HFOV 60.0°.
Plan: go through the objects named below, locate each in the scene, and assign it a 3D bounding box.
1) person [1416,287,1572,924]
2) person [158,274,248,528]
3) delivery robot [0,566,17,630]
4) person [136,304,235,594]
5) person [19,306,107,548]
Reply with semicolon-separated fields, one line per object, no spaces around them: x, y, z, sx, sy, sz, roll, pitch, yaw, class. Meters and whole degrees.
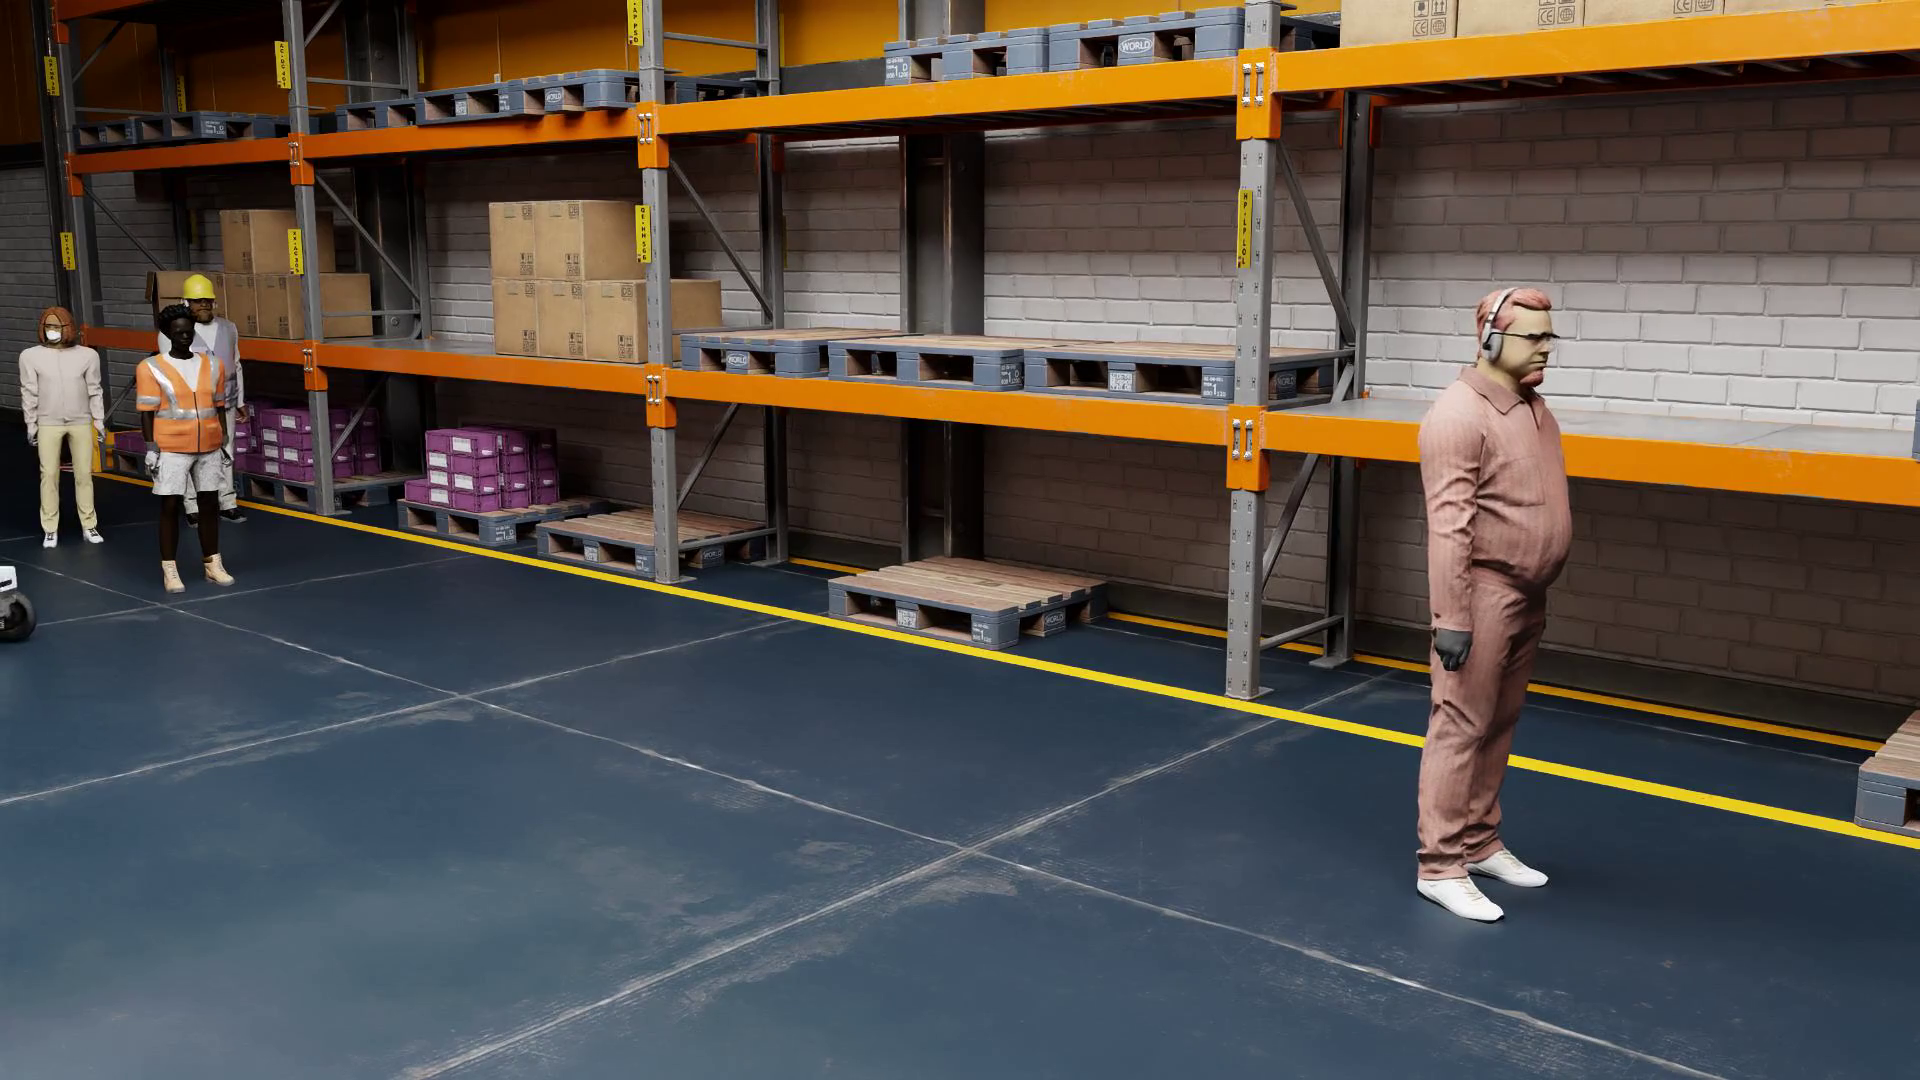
1.649;0.188;5.096;0.407;1.904;0.654;8;13;40;person
-5.488;-1.010;12.122;0.404;1.830;0.603;8;13;40;person
-5.137;0.245;8.340;0.707;0.478;0.477;1;10;7;delivery robot
-4.567;-0.541;9.842;0.316;1.695;0.542;8;13;40;person
-6.086;-0.769;11.320;0.501;1.632;0.286;-7;12;-35;person
